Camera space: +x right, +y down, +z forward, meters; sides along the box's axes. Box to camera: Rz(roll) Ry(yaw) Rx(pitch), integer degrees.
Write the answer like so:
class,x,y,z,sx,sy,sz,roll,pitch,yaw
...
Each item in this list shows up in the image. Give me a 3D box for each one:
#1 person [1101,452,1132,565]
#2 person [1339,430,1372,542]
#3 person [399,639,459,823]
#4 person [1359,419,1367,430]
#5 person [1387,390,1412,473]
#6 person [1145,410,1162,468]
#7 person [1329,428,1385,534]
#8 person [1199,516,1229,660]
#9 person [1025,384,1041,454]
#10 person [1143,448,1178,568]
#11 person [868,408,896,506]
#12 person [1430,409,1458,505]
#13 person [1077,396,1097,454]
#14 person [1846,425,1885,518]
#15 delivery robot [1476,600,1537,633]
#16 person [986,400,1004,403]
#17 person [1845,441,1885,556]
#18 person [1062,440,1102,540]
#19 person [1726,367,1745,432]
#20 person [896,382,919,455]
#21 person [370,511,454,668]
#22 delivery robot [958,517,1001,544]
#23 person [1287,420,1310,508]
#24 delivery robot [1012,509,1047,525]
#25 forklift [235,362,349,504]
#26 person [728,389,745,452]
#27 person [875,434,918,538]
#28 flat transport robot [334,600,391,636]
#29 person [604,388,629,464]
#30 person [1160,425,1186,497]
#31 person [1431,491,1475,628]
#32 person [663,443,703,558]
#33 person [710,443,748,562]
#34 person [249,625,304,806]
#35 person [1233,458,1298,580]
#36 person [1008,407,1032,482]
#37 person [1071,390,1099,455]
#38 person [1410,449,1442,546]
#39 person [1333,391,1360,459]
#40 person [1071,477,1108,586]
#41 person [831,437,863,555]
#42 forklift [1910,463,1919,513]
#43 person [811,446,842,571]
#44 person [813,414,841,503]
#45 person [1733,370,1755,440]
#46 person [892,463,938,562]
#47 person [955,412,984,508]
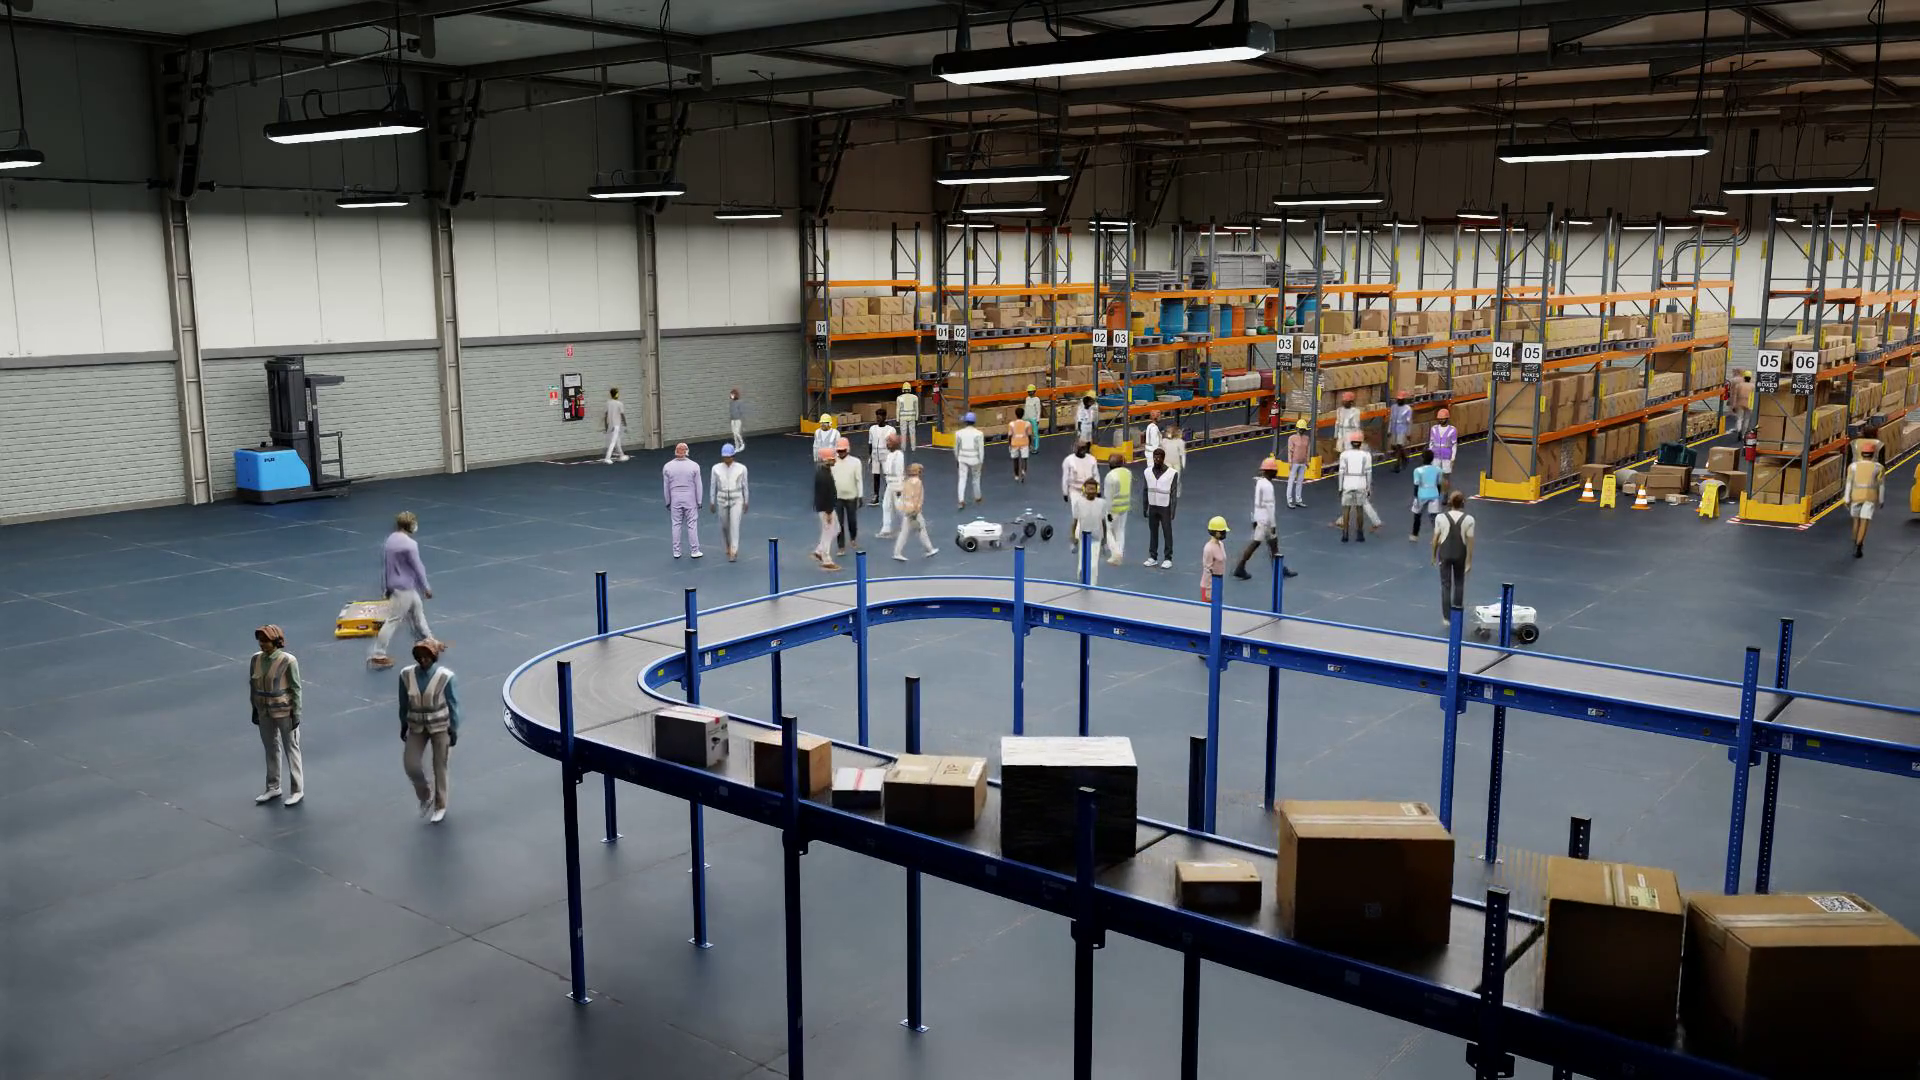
class,x,y,z,sx,sy,sz,roll,pitch,yaw
person,2.504,-0.498,25.133,0.630,1.825,0.440,-10,14,-43
person,6.902,-0.946,27.334,0.550,1.935,0.368,3,11,17
person,-4.602,1.654,13.561,0.553,1.621,0.382,0,10,2
person,10.984,-3.678,42.803,0.478,1.913,0.596,-10,14,-43
person,10.268,-2.548,36.407,0.661,1.917,0.557,-9,13,-40
person,3.931,-1.702,31.744,0.355,1.883,0.572,-1,10,-3
person,7.199,-1.071,28.186,1.026,1.891,0.627,5,11,27
person,3.130,0.582,19.220,0.331,1.768,0.526,5,11,27
person,1.831,-3.080,39.827,0.325,1.769,0.524,-8,13,-38
person,3.202,-0.525,25.047,0.585,1.912,0.375,6,12,31
person,-1.560,-1.649,31.208,0.604,1.966,0.367,4,11,22
person,9.693,-1.676,31.444,0.547,1.938,0.377,7,12,35
person,3.003,-2.585,37.258,0.352,1.692,0.555,9,13,40
person,17.095,-1.272,29.571,0.629,1.809,0.890,8,13,37
delivery robot,7.055,0.984,20.220,0.707,0.478,0.477,1,10,5
person,1.017,-4.133,45.104,0.688,2.000,0.535,9,13,41
person,15.046,-0.693,26.060,0.548,1.894,0.997,9,14,42
person,2.103,-0.844,27.184,0.630,1.800,0.956,-4,11,-20
person,22.291,-4.011,44.756,0.697,1.880,0.585,-6,12,-32
person,-1.342,-3.082,39.655,0.586,1.833,0.403,-3,11,-18
person,-6.703,0.584,18.920,1.072,1.879,0.618,-7,12,-36
delivery robot,0.337,-0.149,26.597,0.707,0.478,0.477,-3,10,-15
person,6.728,-1.515,31.050,0.524,1.759,0.328,-6,12,-29
delivery robot,1.217,-0.429,27.444,0.698,0.223,0.335,-9,14,-43
forklift,-13.803,-2.244,32.110,1.129,2.768,1.873,8,13,37
person,-5.750,-3.048,40.037,0.530,1.619,0.341,8,13,38
person,-1.078,-0.961,27.673,0.831,1.853,0.595,-5,11,-27
flat transport robot,-7.953,1.032,21.010,0.652,0.197,1.431,-2,10,-13
person,-8.381,-2.780,38.011,0.534,1.826,0.993,5,11,26
person,4.311,-1.546,31.649,0.536,1.597,0.634,3,11,17
person,6.622,0.235,21.060,0.515,1.811,0.840,2,10,13
person,-4.540,-0.647,25.756,0.639,1.903,0.409,1,10,4
person,-3.787,-0.652,25.744,0.621,1.924,0.833,0,10,-1
person,-6.140,1.562,14.056,0.524,1.639,0.306,3,11,18
person,4.676,-0.325,23.985,1.018,1.889,0.560,0,10,0
person,1.320,-2.100,34.525,0.541,1.680,0.628,0,10,2
person,3.039,-2.820,38.366,0.822,1.775,0.577,10,14,44
person,8.070,-0.730,26.925,0.550,1.658,0.838,-2,10,-10
person,8.630,-2.294,34.728,0.599,2.022,0.687,-8,13,-37
person,1.848,0.003,22.244,0.527,1.853,0.634,0,10,2
person,-1.932,-0.742,26.079,0.642,1.975,0.522,1,10,4
forklift,19.034,-1.348,28.998,2.313,2.155,1.214,8,13,37
person,-2.076,-0.494,24.663,0.425,1.982,0.656,0,10,-2
person,-2.691,-1.632,31.485,0.587,1.835,0.404,4,11,19
person,21.516,-3.690,42.870,0.592,1.909,0.658,5,11,26
person,-0.733,-0.454,25.562,0.851,1.574,0.562,-6,11,-29
person,0.185,-1.590,31.106,0.628,1.892,1.046,3,10,15
